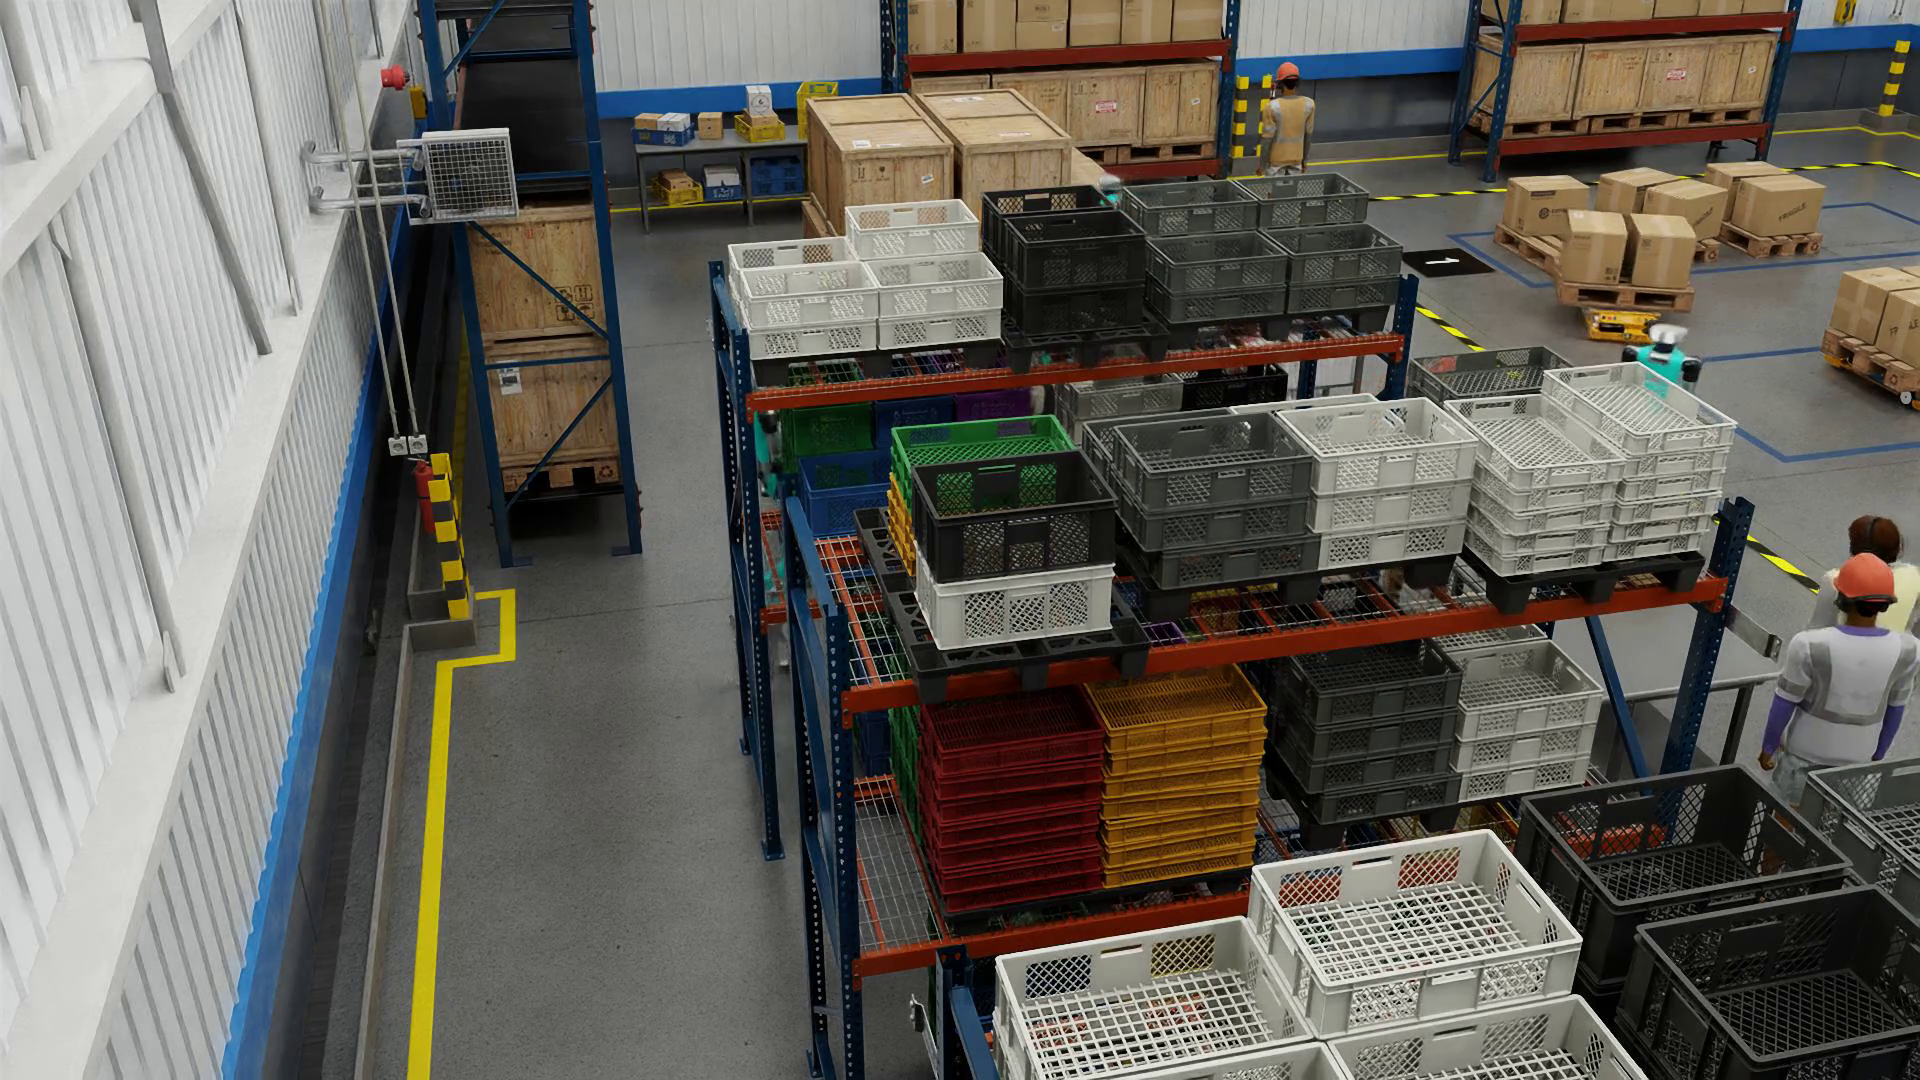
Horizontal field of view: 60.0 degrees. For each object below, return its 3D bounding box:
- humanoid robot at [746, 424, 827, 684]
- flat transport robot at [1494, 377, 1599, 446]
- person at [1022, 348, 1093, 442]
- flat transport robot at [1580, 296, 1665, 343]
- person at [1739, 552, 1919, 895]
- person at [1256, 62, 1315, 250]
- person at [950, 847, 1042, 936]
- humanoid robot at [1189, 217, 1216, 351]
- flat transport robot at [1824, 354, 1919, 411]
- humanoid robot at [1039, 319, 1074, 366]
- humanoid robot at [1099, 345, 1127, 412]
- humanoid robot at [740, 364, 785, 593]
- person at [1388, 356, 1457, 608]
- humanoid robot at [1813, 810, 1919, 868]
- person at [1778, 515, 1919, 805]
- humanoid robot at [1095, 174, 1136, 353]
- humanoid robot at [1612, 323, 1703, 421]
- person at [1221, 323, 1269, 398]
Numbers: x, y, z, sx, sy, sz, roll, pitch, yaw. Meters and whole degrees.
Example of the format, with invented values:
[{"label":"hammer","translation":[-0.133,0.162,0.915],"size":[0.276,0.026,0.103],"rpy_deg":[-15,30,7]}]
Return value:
[{"label":"humanoid robot","translation":[-1.113,0.150,10.302],"size":[0.690,1.911,0.548],"rpy_deg":[-11,30,-20]},{"label":"flat transport robot","translation":[4.780,-1.036,14.013],"size":[0.659,0.231,1.431],"rpy_deg":[-6,28,-12]},{"label":"person","translation":[0.666,-0.615,11.535],"size":[0.510,1.838,0.337],"rpy_deg":[3,28,6]},{"label":"flat transport robot","translation":[6.471,-2.295,16.371],"size":[0.652,0.197,1.431],"rpy_deg":[5,28,10]},{"label":"person","translation":[4.303,0.994,8.271],"size":[0.607,2.038,0.407],"rpy_deg":[5,28,9]},{"label":"person","translation":[3.486,-4.117,17.968],"size":[0.605,2.034,0.388],"rpy_deg":[-8,29,-15]},{"label":"person","translation":[0.112,1.285,8.073],"size":[0.867,1.703,0.491],"rpy_deg":[-6,28,-11]},{"label":"humanoid robot","translation":[2.225,-2.075,14.493],"size":[0.575,1.632,0.616],"rpy_deg":[-9,29,-16]},{"label":"flat transport robot","translation":[8.473,-1.467,14.800],"size":[0.652,0.197,1.431],"rpy_deg":[-6,28,-12]},{"label":"humanoid robot","translation":[0.915,-1.112,12.578],"size":[0.776,1.752,0.578],"rpy_deg":[-10,29,-18]},{"label":"humanoid robot","translation":[0.971,-0.612,11.692],"size":[0.600,1.656,0.362],"rpy_deg":[22,35,35]},{"label":"humanoid robot","translation":[-1.066,-0.341,11.227],"size":[0.787,1.886,0.559],"rpy_deg":[-14,31,-24]},{"label":"person","translation":[3.102,-0.277,10.842],"size":[0.734,1.883,0.605],"rpy_deg":[-14,31,-25]},{"label":"humanoid robot","translation":[3.554,2.010,6.744],"size":[0.542,1.808,0.979],"rpy_deg":[12,30,22]},{"label":"person","translation":[4.904,0.657,9.173],"size":[0.685,1.773,0.972],"rpy_deg":[2,28,4]},{"label":"humanoid robot","translation":[1.567,-2.462,15.170],"size":[0.822,1.793,0.531],"rpy_deg":[-7,29,-13]},{"label":"humanoid robot","translation":[5.036,-0.812,12.060],"size":[0.532,1.778,1.002],"rpy_deg":[17,32,29]},{"label":"person","translation":[2.031,-0.883,11.983],"size":[0.873,1.882,0.588],"rpy_deg":[17,32,28]}]
